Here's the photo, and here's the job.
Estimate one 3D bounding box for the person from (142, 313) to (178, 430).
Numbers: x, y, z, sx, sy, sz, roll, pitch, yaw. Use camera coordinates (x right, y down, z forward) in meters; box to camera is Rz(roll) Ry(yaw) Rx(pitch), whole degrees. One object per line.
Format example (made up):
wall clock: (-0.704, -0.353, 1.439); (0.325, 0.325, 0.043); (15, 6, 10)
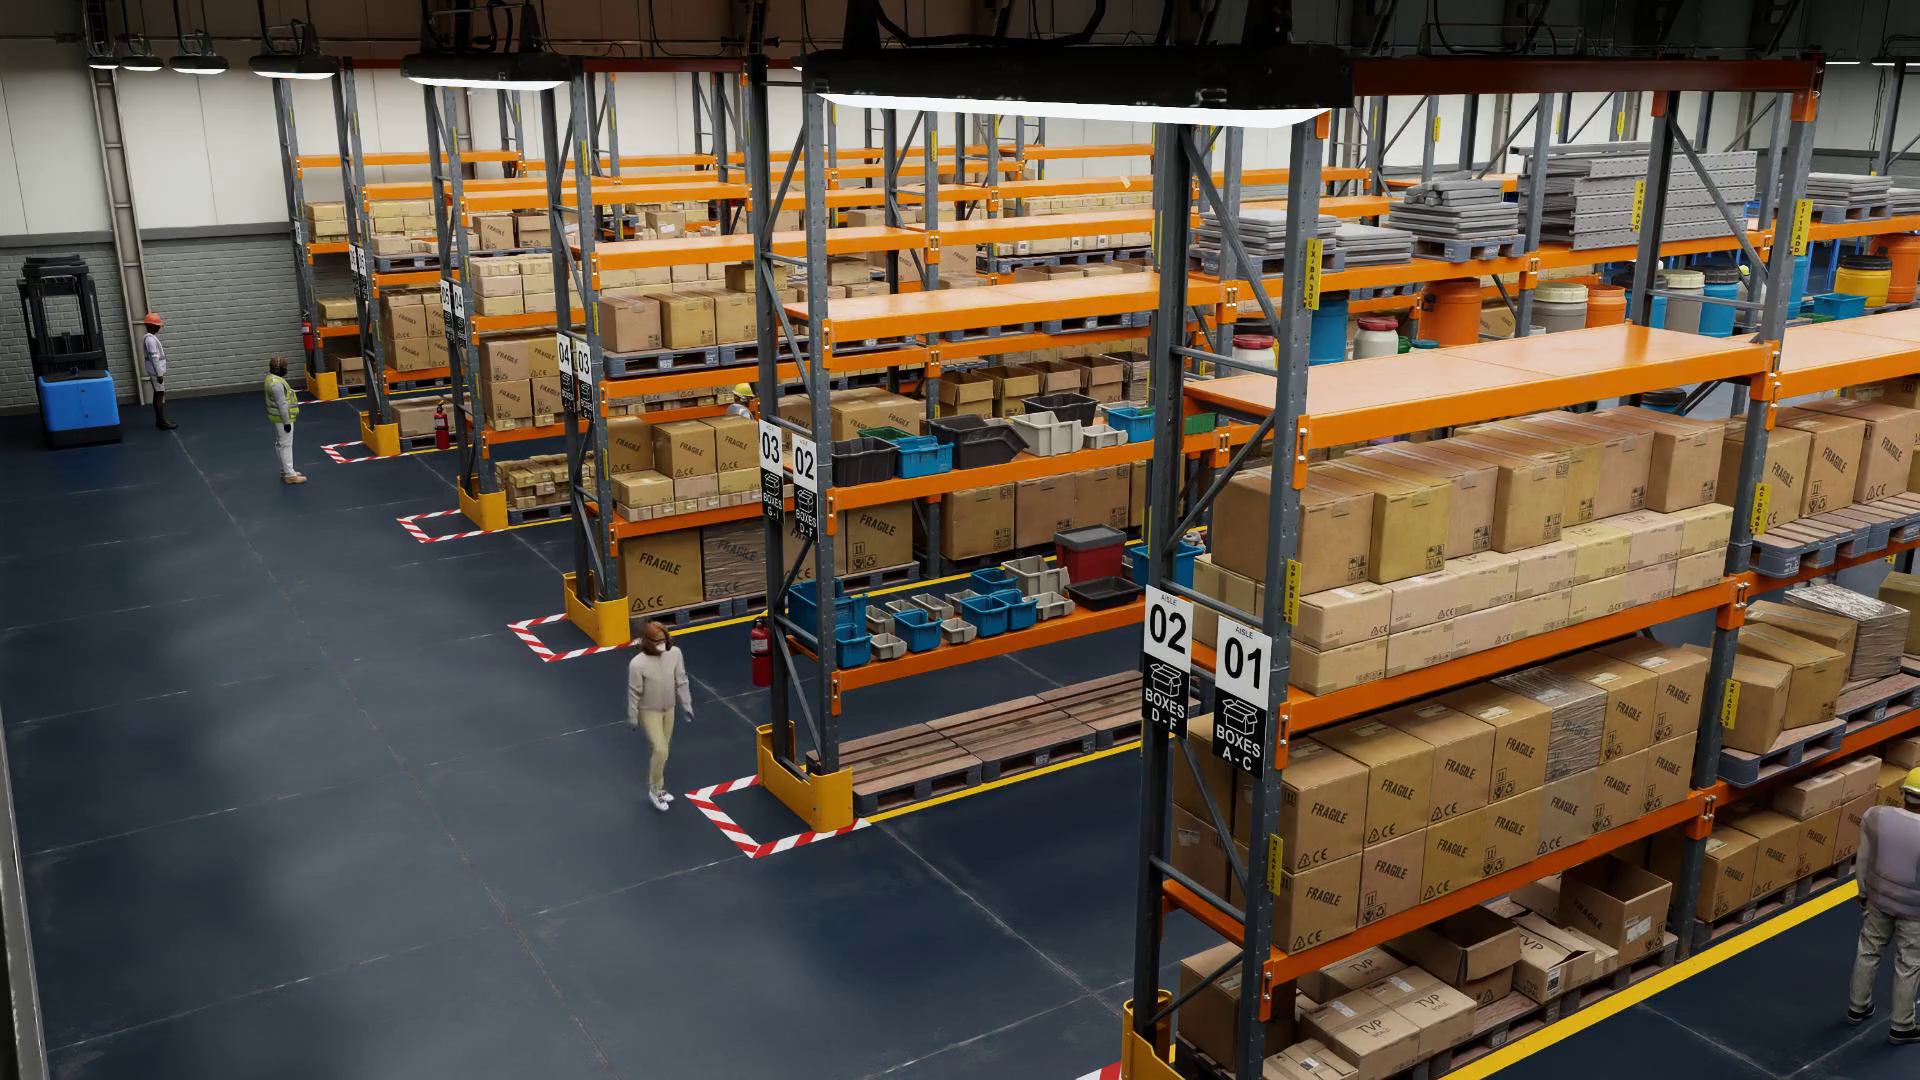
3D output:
person: (-13.433, -2.835, 26.434); (0.363, 1.933, 0.543); (-10, 20, -31)

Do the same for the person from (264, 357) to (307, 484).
person: (-9.883, -1.761, 23.075); (0.429, 1.841, 0.625); (-10, 20, -31)

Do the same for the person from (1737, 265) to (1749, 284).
person: (15.990, -4.684, 32.506); (0.365, 1.928, 0.586); (-10, 20, -31)

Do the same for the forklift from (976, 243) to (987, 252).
forklift: (0.988, -5.474, 34.718); (1.214, 2.155, 2.313); (-10, 20, -31)

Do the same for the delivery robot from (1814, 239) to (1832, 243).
delivery robot: (28.589, -10.070, 52.396); (0.477, 0.478, 0.707); (-11, 20, -31)

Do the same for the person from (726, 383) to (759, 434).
person: (-2.917, -1.227, 21.340); (0.404, 1.828, 0.587); (-10, 20, -31)

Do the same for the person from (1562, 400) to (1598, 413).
person: (10.108, -2.609, 25.585); (0.690, 2.000, 0.705); (-10, 19, -29)

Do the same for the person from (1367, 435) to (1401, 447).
person: (5.744, -1.350, 21.380); (0.372, 2.044, 0.607); (-10, 20, -31)

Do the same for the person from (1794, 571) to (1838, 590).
person: (8.876, 0.375, 16.414); (0.285, 1.633, 0.497); (-10, 20, -31)

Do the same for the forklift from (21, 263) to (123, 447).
forklift: (-14.518, -3.079, 25.708); (1.129, 2.768, 1.873); (-10, 20, -31)

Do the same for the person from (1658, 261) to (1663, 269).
person: (15.845, -5.788, 36.202); (0.356, 1.882, 0.574); (-10, 20, -31)

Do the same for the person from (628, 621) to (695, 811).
person: (-2.447, 1.433, 12.988); (0.509, 1.612, 0.498); (14, 22, 39)

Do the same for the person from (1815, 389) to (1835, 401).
person: (14.839, -2.945, 26.785); (0.373, 1.940, 0.630); (-10, 20, -31)

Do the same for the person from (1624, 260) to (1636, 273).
person: (17.327, -7.156, 40.633); (0.392, 1.916, 0.592); (-10, 20, -31)

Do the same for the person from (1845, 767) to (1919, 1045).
person: (5.916, 2.264, 9.893); (0.404, 1.828, 0.587); (-10, 20, -31)
